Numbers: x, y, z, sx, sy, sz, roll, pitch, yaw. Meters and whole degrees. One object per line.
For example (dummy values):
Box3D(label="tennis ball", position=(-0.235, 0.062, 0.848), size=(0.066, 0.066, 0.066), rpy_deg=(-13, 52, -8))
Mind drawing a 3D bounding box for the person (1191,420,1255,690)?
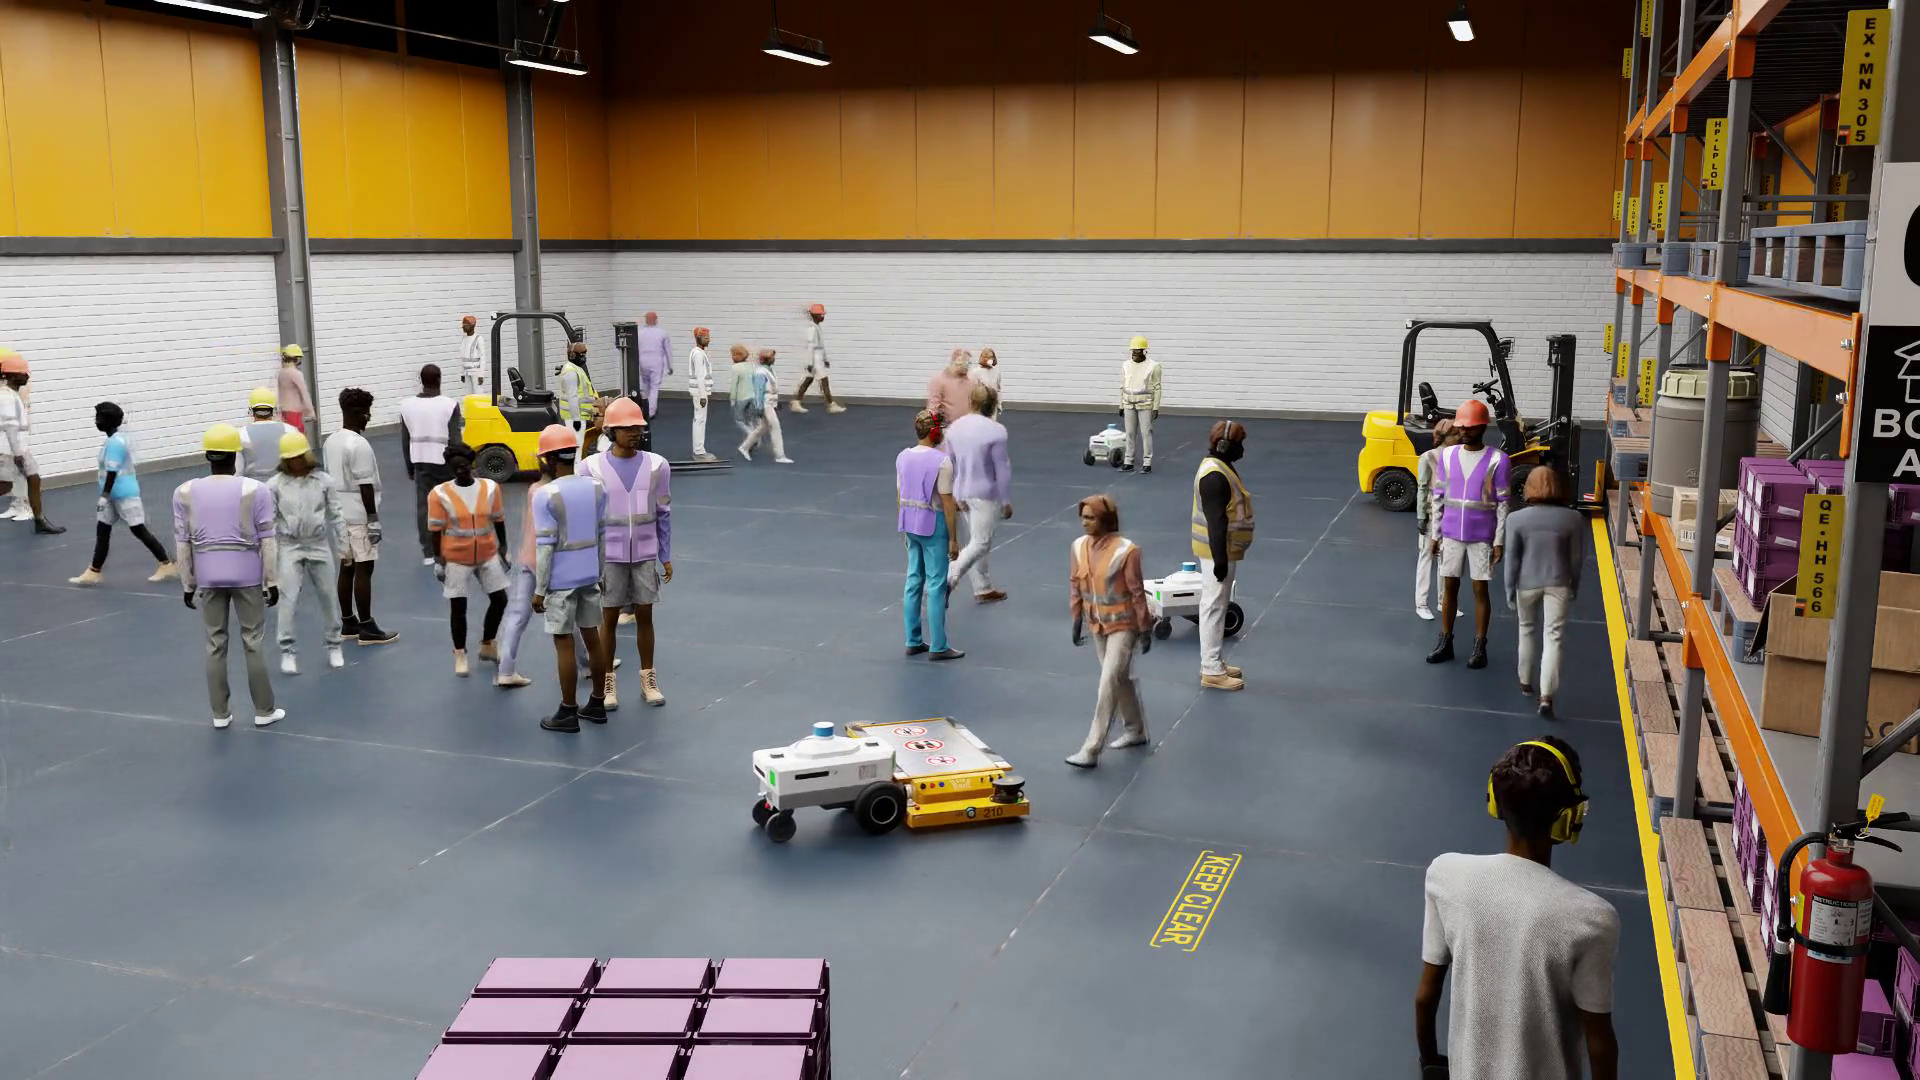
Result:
Box3D(label="person", position=(1.809, 0.093, 11.469), size=(0.429, 1.841, 0.625), rpy_deg=(2, 10, 9))

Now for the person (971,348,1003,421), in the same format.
Box3D(label="person", position=(0.365, -1.821, 22.825), size=(0.507, 1.631, 0.271), rpy_deg=(-6, 12, -32))

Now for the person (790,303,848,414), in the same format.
Box3D(label="person", position=(-2.594, -3.257, 29.913), size=(1.052, 1.992, 0.632), rpy_deg=(0, 10, 2))

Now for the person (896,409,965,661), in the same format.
Box3D(label="person", position=(-0.242, -0.037, 12.173), size=(0.389, 1.846, 0.567), rpy_deg=(-10, 14, -44))

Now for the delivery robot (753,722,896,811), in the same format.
Box3D(label="delivery robot", position=(-0.704, 1.189, 8.642), size=(0.707, 0.478, 0.477), rpy_deg=(-4, 11, -23))

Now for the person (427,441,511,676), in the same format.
Box3D(label="person", position=(-3.459, 0.126, 11.715), size=(0.572, 1.680, 0.391), rpy_deg=(-7, 12, -34))

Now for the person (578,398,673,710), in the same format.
Box3D(label="person", position=(-2.176, 0.091, 10.891), size=(0.607, 2.047, 0.369), rpy_deg=(-4, 11, -22))

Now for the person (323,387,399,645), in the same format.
Box3D(label="person", position=(-4.591, -0.183, 12.683), size=(0.381, 1.959, 0.600), rpy_deg=(-10, 14, -44))

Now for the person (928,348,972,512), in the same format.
Box3D(label="person", position=(-0.084, -1.215, 18.758), size=(0.398, 1.878, 0.700), rpy_deg=(9, 14, 42))

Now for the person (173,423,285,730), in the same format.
Box3D(label="person", position=(-4.578, 0.232, 10.431), size=(0.588, 1.928, 0.384), rpy_deg=(-1, 10, -7))

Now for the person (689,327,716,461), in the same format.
Box3D(label="person", position=(-3.647, -2.059, 23.458), size=(0.340, 1.882, 0.585), rpy_deg=(-2, 10, -12))

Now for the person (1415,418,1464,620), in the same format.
Box3D(label="person", position=(3.924, -0.173, 13.525), size=(0.522, 1.638, 0.306), rpy_deg=(-5, 11, -25))

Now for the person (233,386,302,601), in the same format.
Box3D(label="person", position=(-5.913, -0.394, 14.226), size=(0.597, 1.832, 0.404), rpy_deg=(-7, 12, -33))

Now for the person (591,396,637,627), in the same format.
Box3D(label="person", position=(-2.755, -0.232, 13.284), size=(0.349, 1.843, 0.506), rpy_deg=(-8, 13, -37))

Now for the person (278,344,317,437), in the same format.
Box3D(label="person", position=(-8.638, -1.681, 21.737), size=(0.536, 1.745, 0.652), rpy_deg=(10, 14, 43))

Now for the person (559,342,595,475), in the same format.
Box3D(label="person", position=(-4.709, -1.511, 20.502), size=(0.430, 1.840, 0.621), rpy_deg=(-1, 10, -8))

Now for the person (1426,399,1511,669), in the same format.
Box3D(label="person", position=(3.647, -0.044, 11.956), size=(0.551, 1.936, 0.357), rpy_deg=(7, 12, 35))

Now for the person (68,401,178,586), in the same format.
Box3D(label="person", position=(-7.478, -0.410, 14.813), size=(0.871, 1.653, 0.530), rpy_deg=(-6, 12, -32))

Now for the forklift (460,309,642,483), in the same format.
Box3D(label="forklift", position=(-5.354, -1.902, 21.697), size=(2.313, 2.155, 1.214), rpy_deg=(-2, 10, -13))

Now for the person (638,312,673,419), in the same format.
Box3D(label="person", position=(-5.376, -3.066, 29.209), size=(0.673, 1.848, 1.006), rpy_deg=(1, 10, 4))

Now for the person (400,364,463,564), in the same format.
Box3D(label="person", position=(-5.044, -0.755, 16.088), size=(0.620, 1.885, 0.883), rpy_deg=(0, 10, 3))

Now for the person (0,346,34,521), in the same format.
Box3D(label="person", position=(-10.459, -1.172, 18.342), size=(0.587, 1.926, 0.368), rpy_deg=(7, 12, 34))

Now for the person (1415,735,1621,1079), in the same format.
Box3D(label="person", position=(1.367, 1.390, 4.087), size=(0.531, 1.865, 0.317), rpy_deg=(9, 14, 42))

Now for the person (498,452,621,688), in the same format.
Box3D(label="person", position=(-2.799, 0.160, 11.411), size=(0.893, 1.705, 0.638), rpy_deg=(-6, 12, -31))

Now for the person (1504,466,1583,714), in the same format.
Box3D(label="person", position=(3.816, 0.314, 10.915), size=(0.497, 1.595, 0.853), rpy_deg=(3, 11, 19))

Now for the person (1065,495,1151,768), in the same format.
Box3D(label="person", position=(0.862, 0.519, 9.774), size=(0.812, 1.584, 0.531), rpy_deg=(-8, 13, -39))

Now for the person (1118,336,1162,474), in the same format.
Box3D(label="person", position=(2.371, -1.794, 22.107), size=(0.602, 1.830, 0.404), rpy_deg=(7, 12, 33))

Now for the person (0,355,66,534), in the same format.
Box3D(label="person", position=(-9.909, -0.963, 17.241), size=(0.910, 1.907, 0.538), rpy_deg=(-3, 11, -17))

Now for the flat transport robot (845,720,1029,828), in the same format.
Box3D(label="flat transport robot", position=(-0.168, 1.260, 9.307), size=(0.652, 0.197, 1.431), rpy_deg=(-3, 11, -18))

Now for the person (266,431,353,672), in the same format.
Box3D(label="person", position=(-4.629, 0.078, 11.839), size=(0.577, 1.730, 0.360), rpy_deg=(-6, 12, -31))

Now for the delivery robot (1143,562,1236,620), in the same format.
Box3D(label="delivery robot", position=(1.783, 0.417, 12.989), size=(0.707, 0.478, 0.477), rpy_deg=(-3, 11, -18))

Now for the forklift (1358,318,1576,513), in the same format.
Box3D(label="forklift", position=(5.787, -1.437, 19.079), size=(2.313, 2.155, 1.214), rpy_deg=(3, 11, 19))

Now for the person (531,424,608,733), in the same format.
Box3D(label="person", position=(-2.452, 0.240, 10.387), size=(0.372, 1.928, 0.543), rpy_deg=(7, 12, 36))

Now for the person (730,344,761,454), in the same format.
Box3D(label="person", position=(-3.045, -2.018, 23.980), size=(0.484, 1.621, 0.612), rpy_deg=(7, 12, 34))

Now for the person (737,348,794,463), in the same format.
Box3D(label="person", position=(-2.740, -1.873, 23.172), size=(0.781, 1.611, 0.509), rpy_deg=(1, 10, 5))

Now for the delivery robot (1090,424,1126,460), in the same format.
Box3D(label="delivery robot", position=(2.087, -1.351, 22.949), size=(0.477, 0.478, 0.707), rpy_deg=(7, 12, 33))

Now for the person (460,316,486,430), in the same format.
Box3D(label="person", position=(-7.945, -2.706, 27.107), size=(0.572, 1.883, 0.355), rpy_deg=(9, 13, 40))

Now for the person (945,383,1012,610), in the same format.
Box3D(label="person", position=(0.086, -0.349, 13.798), size=(0.887, 1.907, 0.621), rpy_deg=(-10, 14, -44))
